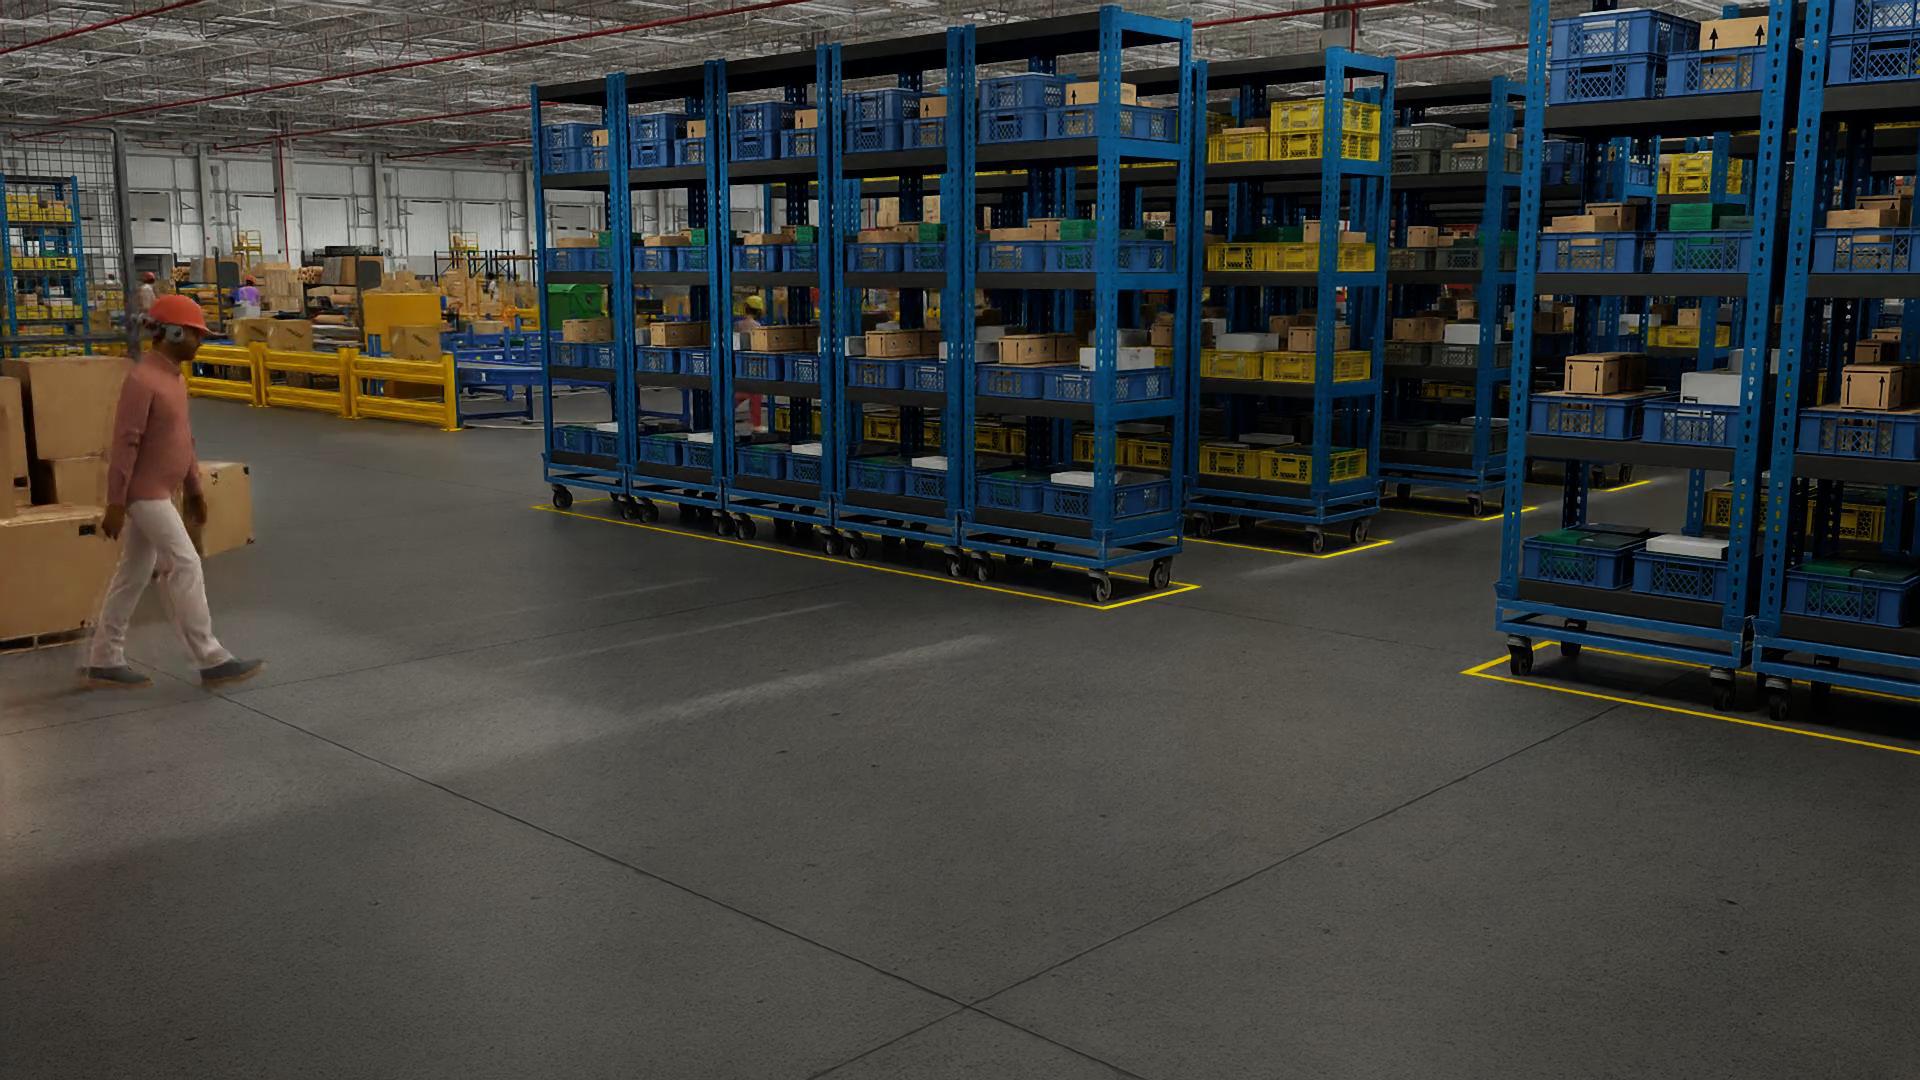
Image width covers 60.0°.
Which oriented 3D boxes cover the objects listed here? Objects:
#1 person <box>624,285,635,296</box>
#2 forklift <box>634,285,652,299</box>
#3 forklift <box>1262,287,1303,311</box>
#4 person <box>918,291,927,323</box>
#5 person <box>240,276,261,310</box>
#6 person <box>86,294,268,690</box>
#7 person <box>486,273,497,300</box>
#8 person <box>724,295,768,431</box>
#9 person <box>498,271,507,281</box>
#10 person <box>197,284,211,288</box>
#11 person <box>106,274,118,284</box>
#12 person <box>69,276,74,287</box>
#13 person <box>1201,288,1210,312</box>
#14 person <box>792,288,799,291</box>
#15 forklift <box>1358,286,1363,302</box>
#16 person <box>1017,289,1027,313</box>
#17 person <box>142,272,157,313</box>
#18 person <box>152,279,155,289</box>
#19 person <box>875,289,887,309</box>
[{"bbox_3d":[-12.545,-9.056,62.582,0.624,1.884,0.864,-1,9,-4],"label":"person"},{"bbox_3d":[-16.875,-13.354,85.818,1.873,2.768,1.129,9,13,43],"label":"forklift"},{"bbox_3d":[10.769,-8.203,54.240,1.129,2.768,1.873,8,12,42],"label":"forklift"},{"bbox_3d":[-1.030,-5.628,41.703,0.403,1.820,0.603,-4,10,-23],"label":"person"},{"bbox_3d":[-19.079,-6.162,44.742,0.568,1.889,0.524,-7,12,-38],"label":"person"},{"bbox_3d":[-3.875,-0.223,8.164,0.954,1.936,0.631,-2,10,-15],"label":"person"},{"bbox_3d":[-17.960,-9.343,64.129,0.777,1.946,0.610,-1,9,-7],"label":"person"},{"bbox_3d":[-2.706,-2.228,21.088,0.563,1.743,0.537,-7,12,-38],"label":"person"},{"bbox_3d":[-25.607,-14.040,92.932,0.588,1.930,0.363,-3,10,-20],"label":"person"},{"bbox_3d":[-32.010,-10.375,70.485,0.631,1.921,0.540,0,9,3],"label":"person"},{"bbox_3d":[-35.025,-10.074,68.841,0.605,1.850,0.808,1,9,7],"label":"person"},{"bbox_3d":[-42.755,-11.899,80.054,0.439,1.849,0.552,-4,10,-21],"label":"person"},{"bbox_3d":[3.250,-2.395,21.876,0.600,1.817,0.563,2,9,12],"label":"person"},{"bbox_3d":[-5.832,-8.871,61.459,0.970,1.849,0.675,7,11,36],"label":"person"},{"bbox_3d":[11.100,-7.017,46.970,1.873,2.768,1.129,9,13,43],"label":"forklift"},{"bbox_3d":[0.706,-2.453,21.723,1.046,2.000,0.606,-3,10,-16],"label":"person"},{"bbox_3d":[-22.693,-6.508,46.600,0.477,1.974,0.640,-5,10,-27],"label":"person"},{"bbox_3d":[-27.869,-8.256,57.553,0.865,1.903,0.555,-5,10,-27],"label":"person"},{"bbox_3d":[-2.776,-8.351,58.971,0.528,1.617,0.428,-7,12,-37],"label":"person"}]
